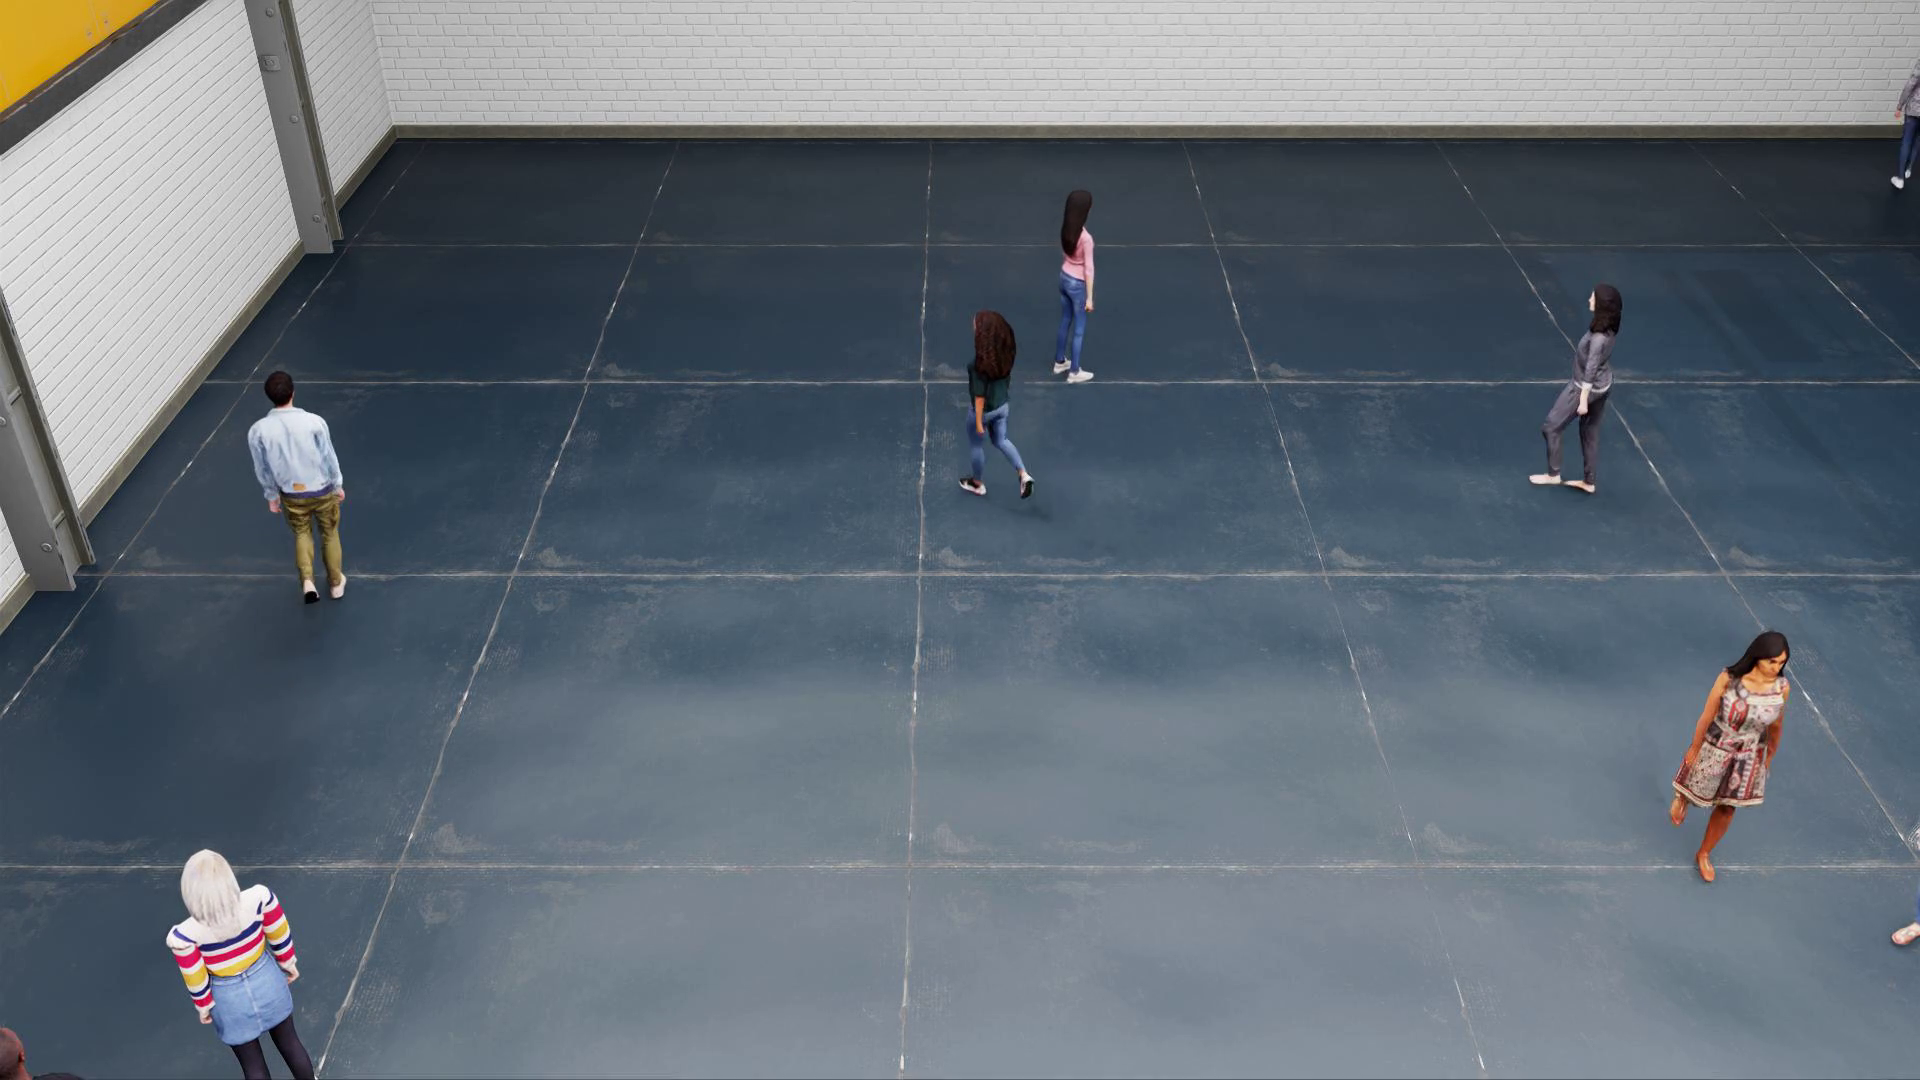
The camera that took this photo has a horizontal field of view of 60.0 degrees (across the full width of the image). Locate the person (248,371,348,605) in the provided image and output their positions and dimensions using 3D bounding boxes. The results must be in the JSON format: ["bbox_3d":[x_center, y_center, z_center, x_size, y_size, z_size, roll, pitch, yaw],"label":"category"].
[{"bbox_3d":[-4.521,-0.303,11.488,0.764,1.798,0.885,-6,34,-9],"label":"person"}]

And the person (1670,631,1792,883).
[{"bbox_3d":[4.355,1.153,9.444,0.710,1.635,0.831,4,34,6],"label":"person"}]

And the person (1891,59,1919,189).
[{"bbox_3d":[10.516,-4.672,18.128,0.686,1.723,0.707,5,34,7],"label":"person"}]

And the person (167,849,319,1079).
[{"bbox_3d":[-3.343,2.131,7.815,0.714,1.809,0.756,-26,42,-33],"label":"person"}]

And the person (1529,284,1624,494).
[{"bbox_3d":[4.904,-1.109,12.748,0.860,1.744,0.804,27,42,34],"label":"person"}]

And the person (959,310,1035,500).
[{"bbox_3d":[0.287,-0.990,12.697,0.994,1.602,0.943,27,42,34],"label":"person"}]

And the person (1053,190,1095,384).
[{"bbox_3d":[0.994,-2.208,14.404,0.722,1.742,0.611,-18,38,-25],"label":"person"}]
